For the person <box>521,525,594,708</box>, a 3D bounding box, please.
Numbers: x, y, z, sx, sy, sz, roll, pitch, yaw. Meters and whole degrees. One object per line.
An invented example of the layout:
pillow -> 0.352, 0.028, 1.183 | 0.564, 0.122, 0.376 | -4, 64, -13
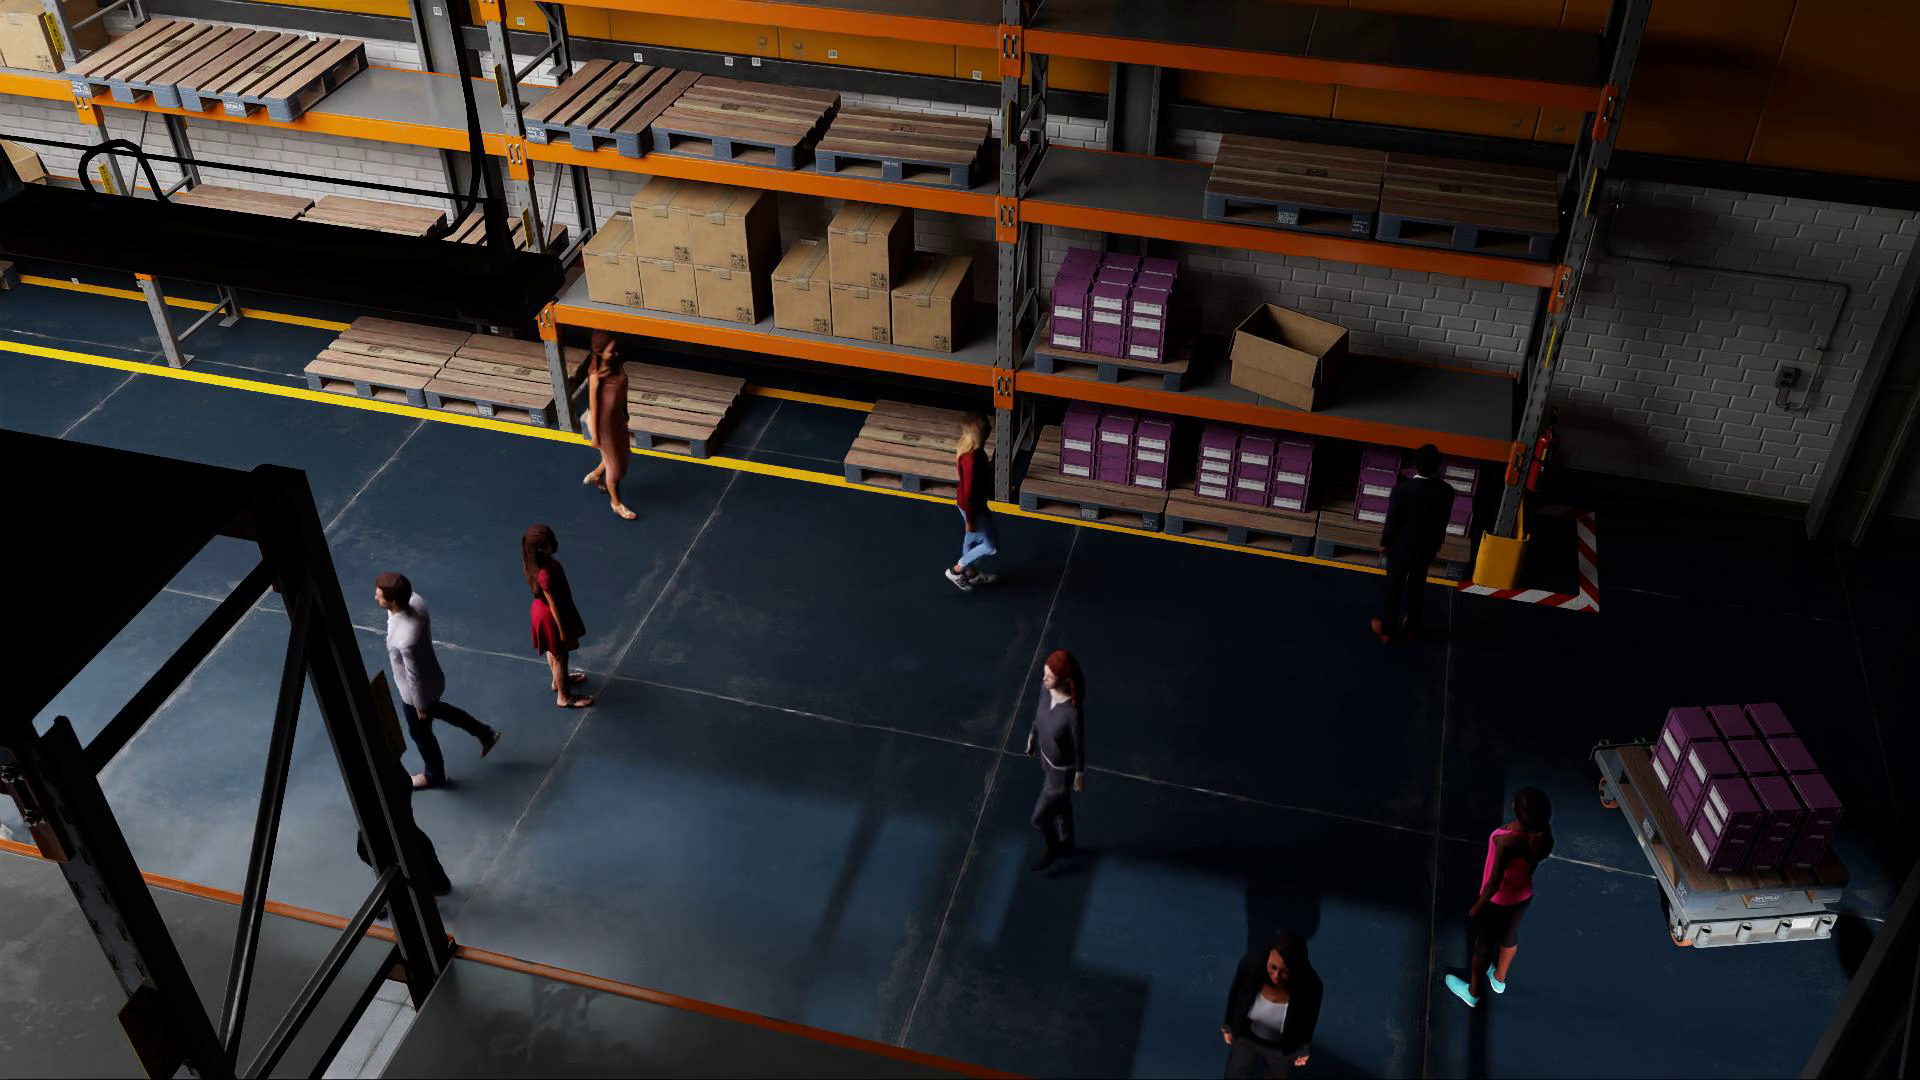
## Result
person -> -2.868, 0.518, 11.708 | 0.739, 1.554, 0.680 | -15, 41, -18

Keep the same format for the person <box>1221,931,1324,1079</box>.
person -> 1.667, 2.648, 8.990 | 0.564, 1.616, 0.709 | 12, 40, 15

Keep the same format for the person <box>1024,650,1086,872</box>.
person -> 0.693, 1.370, 10.474 | 0.782, 1.762, 0.733 | -16, 41, -19

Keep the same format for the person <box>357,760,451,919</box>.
person -> -3.412, 1.548, 10.181 | 0.844, 1.848, 0.824 | -5, 39, -7

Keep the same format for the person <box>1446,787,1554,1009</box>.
person -> 3.157, 2.067, 9.632 | 0.661, 1.723, 0.726 | -18, 42, -22

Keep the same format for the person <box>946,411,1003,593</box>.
person -> 0.038, -0.271, 12.637 | 0.759, 1.626, 0.713 | -2, 39, -3

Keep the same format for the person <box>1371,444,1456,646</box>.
person -> 3.303, 0.047, 12.160 | 0.586, 1.725, 0.760 | -4, 39, -4

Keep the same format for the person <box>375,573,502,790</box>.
person -> -3.476, 0.920, 10.974 | 1.057, 1.840, 0.903 | -5, 39, -6

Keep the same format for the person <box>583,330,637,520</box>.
person -> -2.880, -0.944, 13.338 | 0.889, 1.803, 0.692 | 15, 41, 17
